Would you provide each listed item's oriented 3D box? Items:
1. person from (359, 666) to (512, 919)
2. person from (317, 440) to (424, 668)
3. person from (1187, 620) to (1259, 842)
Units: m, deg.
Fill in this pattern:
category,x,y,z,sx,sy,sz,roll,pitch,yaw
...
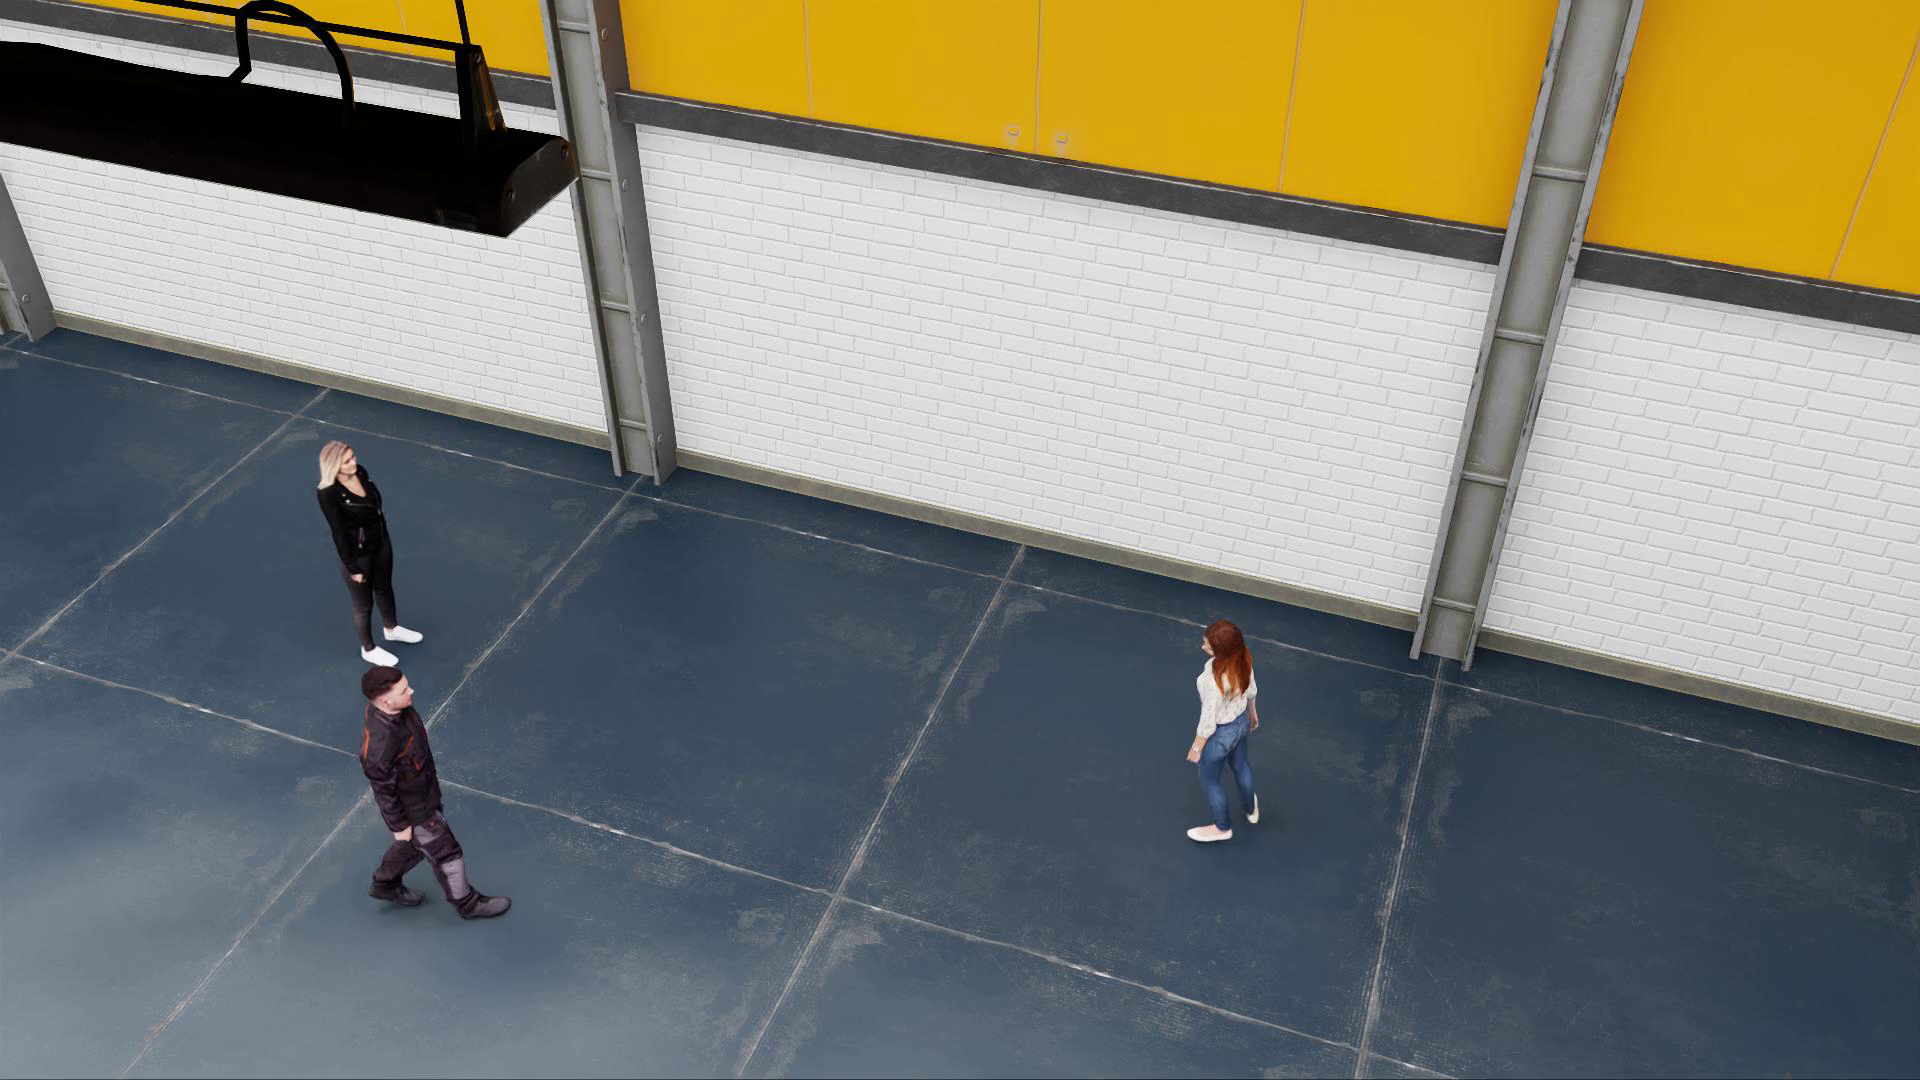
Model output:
category,x,y,z,sx,sy,sz,roll,pitch,yaw
person,-3.006,1.366,8.889,1.152,1.836,0.990,-4,39,-5
person,-3.833,0.065,10.640,0.511,1.685,0.606,14,41,16
person,1.551,1.068,9.378,0.847,1.691,0.736,-29,47,-31
